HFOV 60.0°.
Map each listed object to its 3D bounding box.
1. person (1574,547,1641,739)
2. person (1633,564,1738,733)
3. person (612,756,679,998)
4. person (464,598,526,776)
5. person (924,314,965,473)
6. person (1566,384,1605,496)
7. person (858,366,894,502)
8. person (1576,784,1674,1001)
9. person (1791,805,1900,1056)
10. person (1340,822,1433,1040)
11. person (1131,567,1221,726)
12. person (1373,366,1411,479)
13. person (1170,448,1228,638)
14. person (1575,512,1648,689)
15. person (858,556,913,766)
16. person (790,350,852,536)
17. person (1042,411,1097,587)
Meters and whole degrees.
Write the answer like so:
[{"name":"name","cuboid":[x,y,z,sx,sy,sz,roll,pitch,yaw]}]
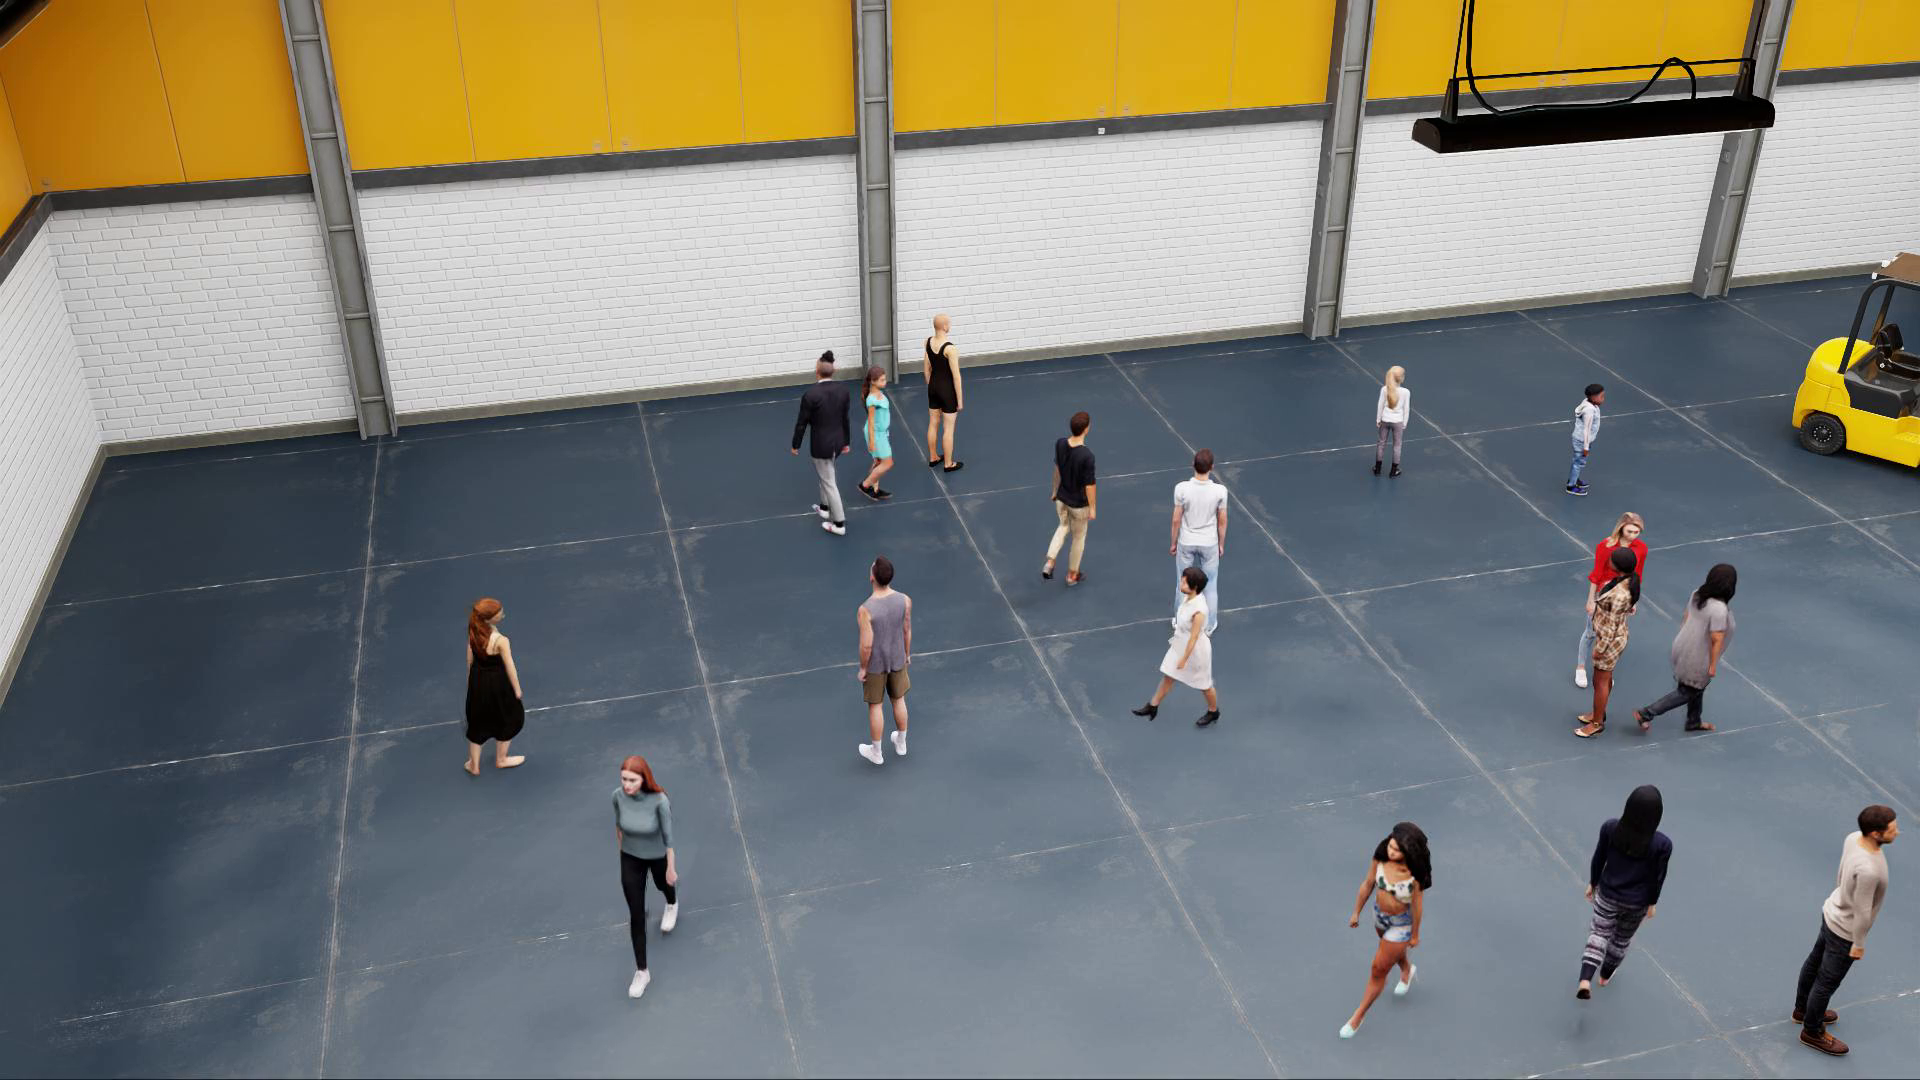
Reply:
[{"name":"person","cuboid":[5.360,0.845,13.719,0.736,1.792,0.675,16,32,27]},{"name":"person","cuboid":[6.020,0.942,13.769,1.034,1.573,0.780,1,29,1]},{"name":"person","cuboid":[-2.106,2.165,11.399,1.198,1.695,0.988,5,29,8]},{"name":"person","cuboid":[-3.795,1.178,13.318,0.821,1.592,0.887,8,30,14]},{"name":"person","cuboid":[-0.198,-1.623,18.219,0.719,1.816,0.711,24,37,36]},{"name":"person","cuboid":[6.687,-1.103,17.848,0.615,1.258,0.570,8,30,14]},{"name":"person","cuboid":[-0.953,-1.118,17.572,0.674,1.548,0.625,0,29,-1]},{"name":"person","cuboid":[4.370,2.368,11.000,0.902,1.721,0.980,18,33,30]},{"name":"person","cuboid":[5.677,2.460,10.679,0.744,1.868,0.741,7,29,13]},{"name":"person","cuboid":[2.880,2.497,10.908,1.112,1.582,0.847,-21,35,-33]},{"name":"person","cuboid":[2.013,0.921,13.867,1.009,1.516,0.643,-4,29,-7]},{"name":"person","cuboid":[4.718,-1.296,18.180,0.568,1.278,0.636,12,31,21]},{"name":"person","cuboid":[2.164,0.037,15.138,0.622,1.850,0.776,3,29,5]},{"name":"person","cuboid":[5.654,0.497,14.446,0.518,1.705,0.718,-1,29,-2]},{"name":"person","cuboid":[-0.610,0.950,13.235,0.603,1.847,0.766,-16,33,-27]},{"name":"person","cuboid":[-1.282,-0.948,16.869,1.009,1.923,0.981,23,36,36]},{"name":"person","cuboid":[1.020,-0.349,15.852,0.871,1.845,0.944,25,37,37]}]
